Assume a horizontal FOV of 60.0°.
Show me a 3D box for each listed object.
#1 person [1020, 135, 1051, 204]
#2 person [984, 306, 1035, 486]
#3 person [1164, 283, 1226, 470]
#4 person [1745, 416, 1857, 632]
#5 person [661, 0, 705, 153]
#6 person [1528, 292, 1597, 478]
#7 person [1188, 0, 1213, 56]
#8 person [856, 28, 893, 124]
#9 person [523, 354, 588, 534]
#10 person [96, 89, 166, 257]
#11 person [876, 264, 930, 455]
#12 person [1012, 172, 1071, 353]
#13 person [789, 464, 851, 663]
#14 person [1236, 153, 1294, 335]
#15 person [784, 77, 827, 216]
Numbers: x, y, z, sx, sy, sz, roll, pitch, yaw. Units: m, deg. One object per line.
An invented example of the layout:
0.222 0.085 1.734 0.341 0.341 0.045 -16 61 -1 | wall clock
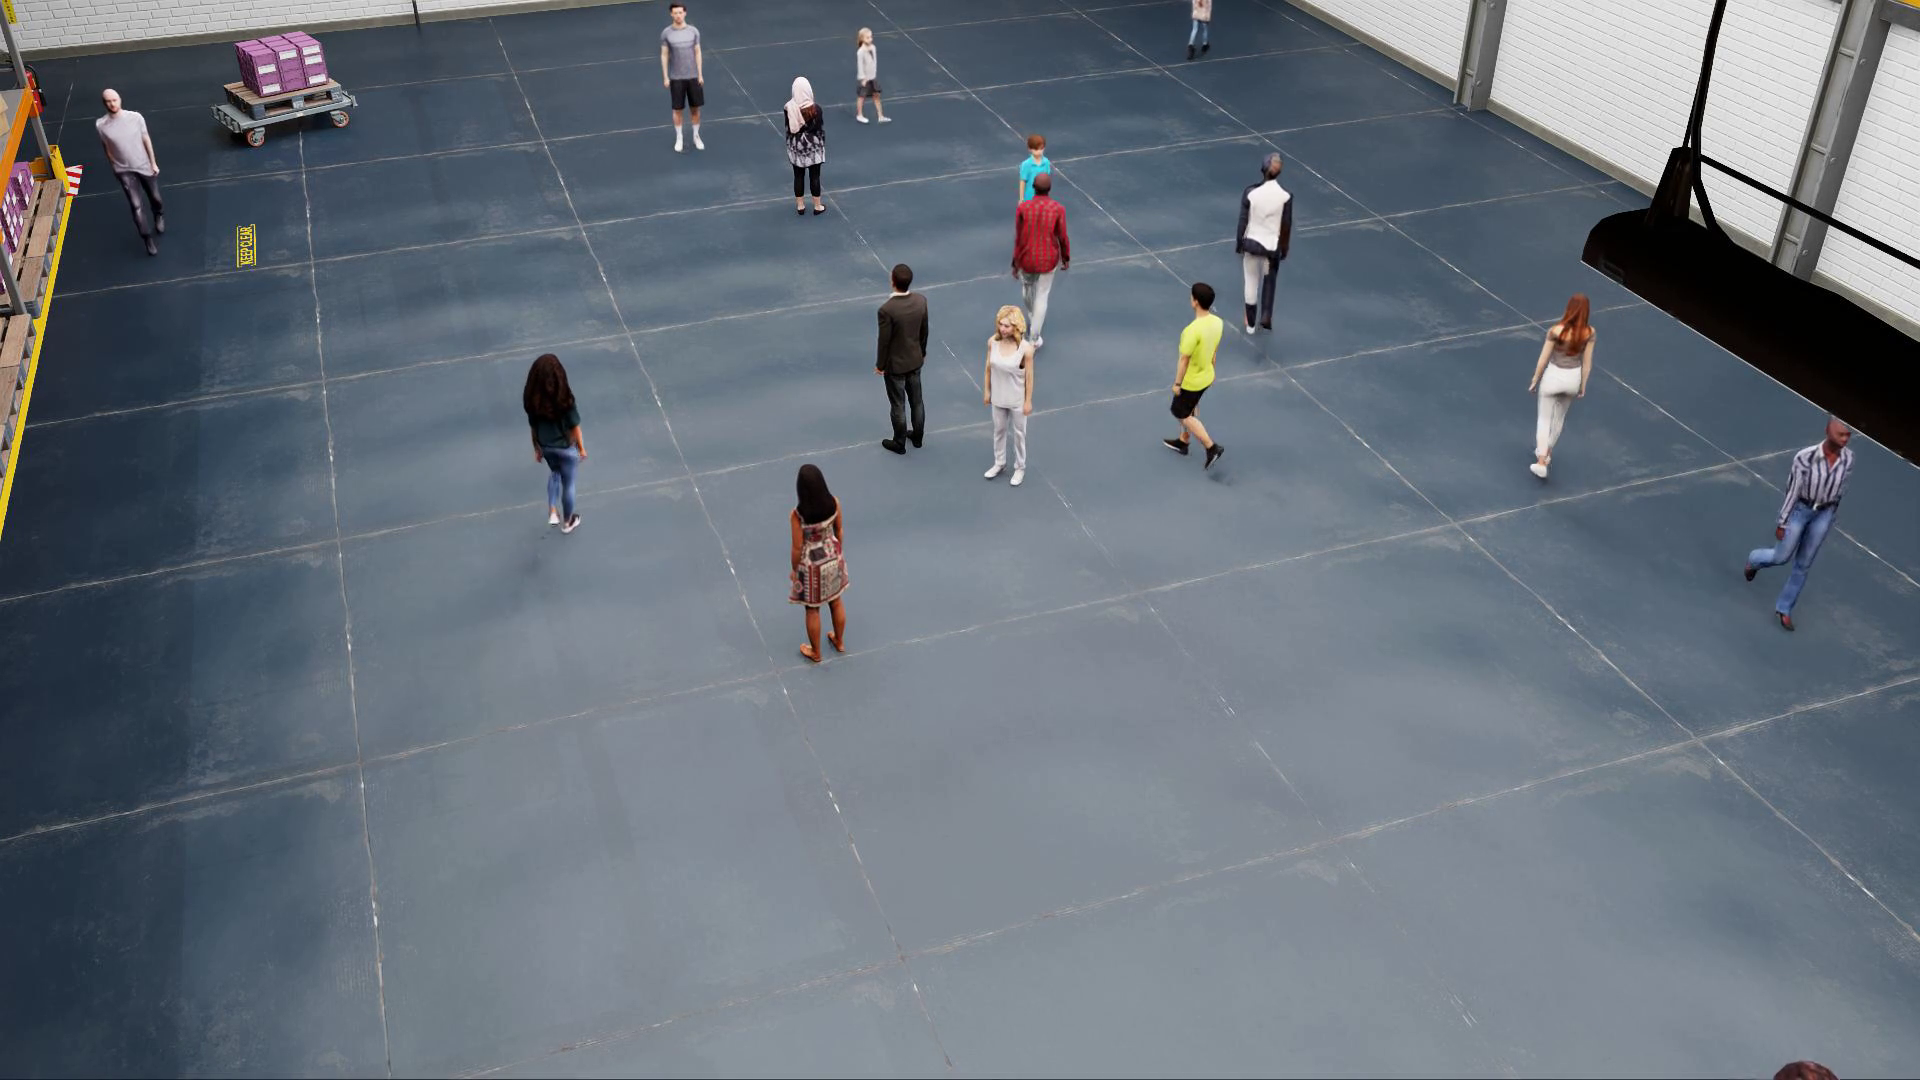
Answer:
0.784 -3.787 18.378 0.545 1.422 0.965 -10 35 -15 | person
0.440 -1.261 14.355 0.682 1.669 0.751 16 37 23 | person
2.110 -1.418 14.569 1.046 1.693 0.897 26 42 33 | person
6.374 -0.192 12.648 0.788 1.778 0.968 -2 34 -2 | person
-3.511 -5.923 21.186 0.674 1.871 0.560 -8 34 -12 | person
5.206 -1.336 14.415 0.760 1.728 0.861 2 34 2 | person
3.530 -7.735 24.542 0.819 1.174 0.839 19 38 26 | person
-1.277 -6.176 22.122 0.838 1.256 0.704 27 42 35 | person
-3.323 -0.733 13.618 0.712 1.606 0.757 7 34 10 | person
-9.214 -4.168 18.604 0.731 1.805 1.180 -15 36 -21 | person
-0.502 -1.613 14.761 0.734 1.805 0.655 -23 40 -30 | person
0.769 -2.717 16.438 1.061 1.787 1.243 5 34 8 | person
-1.042 0.167 12.231 0.702 1.642 0.623 -21 39 -28 | person
3.017 -2.905 16.637 0.832 1.880 0.885 4 34 6 | person
-1.803 -4.594 19.396 0.733 1.638 0.760 3 34 5 | person
